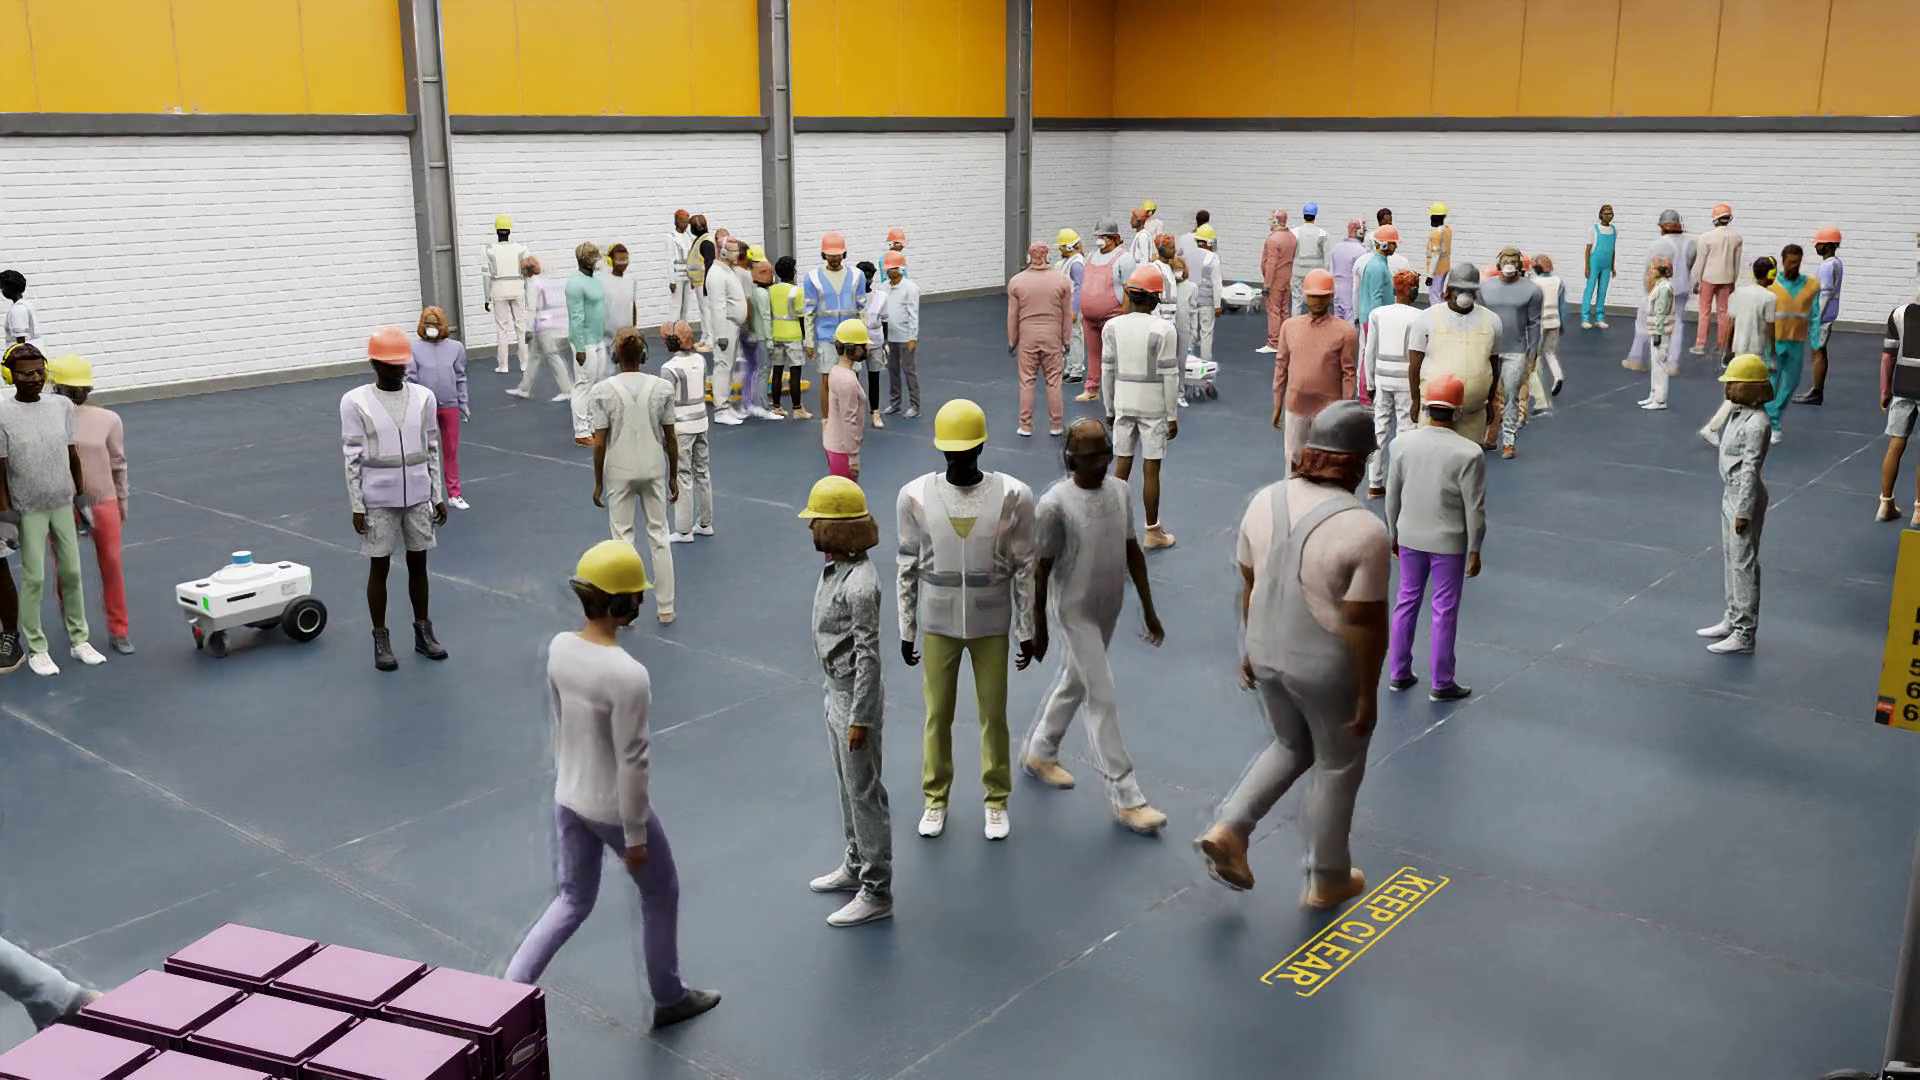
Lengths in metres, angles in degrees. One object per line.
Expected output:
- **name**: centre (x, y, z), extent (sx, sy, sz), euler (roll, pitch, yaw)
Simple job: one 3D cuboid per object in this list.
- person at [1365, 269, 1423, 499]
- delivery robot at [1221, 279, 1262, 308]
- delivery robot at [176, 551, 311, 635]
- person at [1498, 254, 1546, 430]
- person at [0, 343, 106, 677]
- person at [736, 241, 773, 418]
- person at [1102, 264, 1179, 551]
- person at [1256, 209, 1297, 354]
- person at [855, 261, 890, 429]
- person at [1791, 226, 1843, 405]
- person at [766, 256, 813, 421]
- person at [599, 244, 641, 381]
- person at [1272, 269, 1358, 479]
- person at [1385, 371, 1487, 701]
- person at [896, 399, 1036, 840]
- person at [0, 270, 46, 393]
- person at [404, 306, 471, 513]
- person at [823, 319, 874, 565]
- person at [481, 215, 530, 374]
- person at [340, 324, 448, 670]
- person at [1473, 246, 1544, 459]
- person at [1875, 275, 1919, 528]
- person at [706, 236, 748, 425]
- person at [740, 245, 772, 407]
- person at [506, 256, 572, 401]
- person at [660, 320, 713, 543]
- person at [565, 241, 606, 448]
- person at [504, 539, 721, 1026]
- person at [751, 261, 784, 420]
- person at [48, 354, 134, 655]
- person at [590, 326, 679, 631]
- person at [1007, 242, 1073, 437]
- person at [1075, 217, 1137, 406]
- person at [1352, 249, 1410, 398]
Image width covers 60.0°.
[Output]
- **person**: centre (3.543, -1.236, 13.436), extent (0.339, 1.879, 0.584), euler (-13, 19, -42)
- **delivery robot**: centre (4.492, -3.950, 26.771), extent (0.707, 0.478, 0.477), euler (11, 17, 38)
- **delivery robot**: centre (-4.193, 0.310, 9.758), extent (0.477, 0.478, 0.707), euler (10, 17, 35)
- **person**: centre (5.543, -1.982, 16.669), extent (0.336, 1.753, 0.572), euler (-13, 19, -41)
- **person**: centre (-5.082, -0.167, 9.230), extent (0.332, 1.856, 0.496), euler (9, 16, 31)
- **person**: centre (-2.152, -2.180, 17.298), extent (0.443, 1.845, 0.598), euler (-7, 16, -26)
- **person**: centre (1.305, -0.943, 11.938), extent (0.605, 2.045, 0.376), euler (10, 17, 35)
- **person**: centre (4.223, -3.456, 22.257), extent (0.409, 1.907, 0.651), euler (10, 17, 36)
- **person**: centre (-0.956, -1.946, 16.652), extent (0.529, 1.694, 0.321), euler (-4, 15, -15)
- **person**: centre (9.386, -2.447, 18.156), extent (0.350, 1.941, 0.545), euler (9, 17, 33)
- **person**: centre (-1.780, -2.076, 17.168), extent (0.532, 1.696, 0.319), euler (8, 16, 30)
- **person**: centre (-3.409, -2.051, 16.797), extent (0.537, 1.834, 0.908), euler (-11, 18, -37)
- **person**: centre (2.576, -0.980, 12.181), extent (0.622, 1.993, 0.384), euler (9, 17, 31)
- **person**: centre (2.526, -0.021, 8.827), extent (0.319, 1.755, 0.572), euler (-13, 19, -42)
- **person**: centre (0.022, 0.348, 7.043), extent (0.589, 1.919, 0.397), euler (1, 14, 3)
- **person**: centre (-8.797, -1.697, 15.677), extent (0.322, 1.686, 0.540), euler (-6, 15, -21)
- **person**: centre (-4.114, -1.028, 13.106), extent (0.498, 1.633, 0.281), euler (-10, 17, -34)
- **person**: centre (-0.741, -0.602, 11.161), extent (0.349, 1.758, 0.521), euler (-3, 14, -12)
- **person**: centre (-5.560, -3.009, 20.430), extent (0.591, 1.927, 0.366), euler (-7, 16, -26)
- **person**: centre (-3.157, -0.244, 9.354), extent (0.542, 1.939, 0.361), euler (-11, 18, -37)
- **person**: centre (4.965, -1.713, 15.225), extent (0.635, 1.938, 0.351), euler (6, 15, 22)
- **person**: centre (7.332, -1.121, 12.652), extent (0.388, 2.039, 0.615), euler (-10, 17, -34)
- **person**: centre (-2.364, -2.141, 17.006), extent (0.402, 1.904, 0.652), euler (0, 14, 1)
- **person**: centre (-2.199, -2.275, 17.842), extent (0.335, 1.759, 0.515), euler (5, 15, 18)
- **person**: centre (-4.681, -2.327, 18.368), extent (0.839, 1.595, 0.586), euler (-1, 14, -4)
- **person**: centre (-2.006, -0.788, 12.157), extent (0.313, 1.634, 0.514), euler (7, 15, 24)
- **person**: centre (-3.523, -1.850, 15.770), extent (0.353, 1.939, 0.634), euler (2, 14, 7)
- **person**: centre (-1.203, 0.853, 5.386), extent (0.534, 1.725, 0.814), euler (13, 19, 41)
- **person**: centre (-2.023, -2.072, 17.276), extent (0.286, 1.636, 0.500), euler (-4, 15, -16)
- **person**: centre (-5.124, -0.233, 9.702), extent (0.521, 1.740, 0.779), euler (-10, 17, -35)
- **person**: centre (-1.956, -0.366, 10.031), extent (0.520, 1.844, 0.330), euler (-5, 15, -20)
- **person**: centre (0.779, -1.955, 16.271), extent (0.636, 1.902, 0.405), euler (0, 14, 0)
- **person**: centre (1.555, -2.485, 18.105), extent (0.684, 2.000, 0.538), euler (13, 19, 43)
- **person**: centre (4.678, -2.507, 18.472), extent (0.643, 1.905, 0.410), euler (7, 16, 26)
